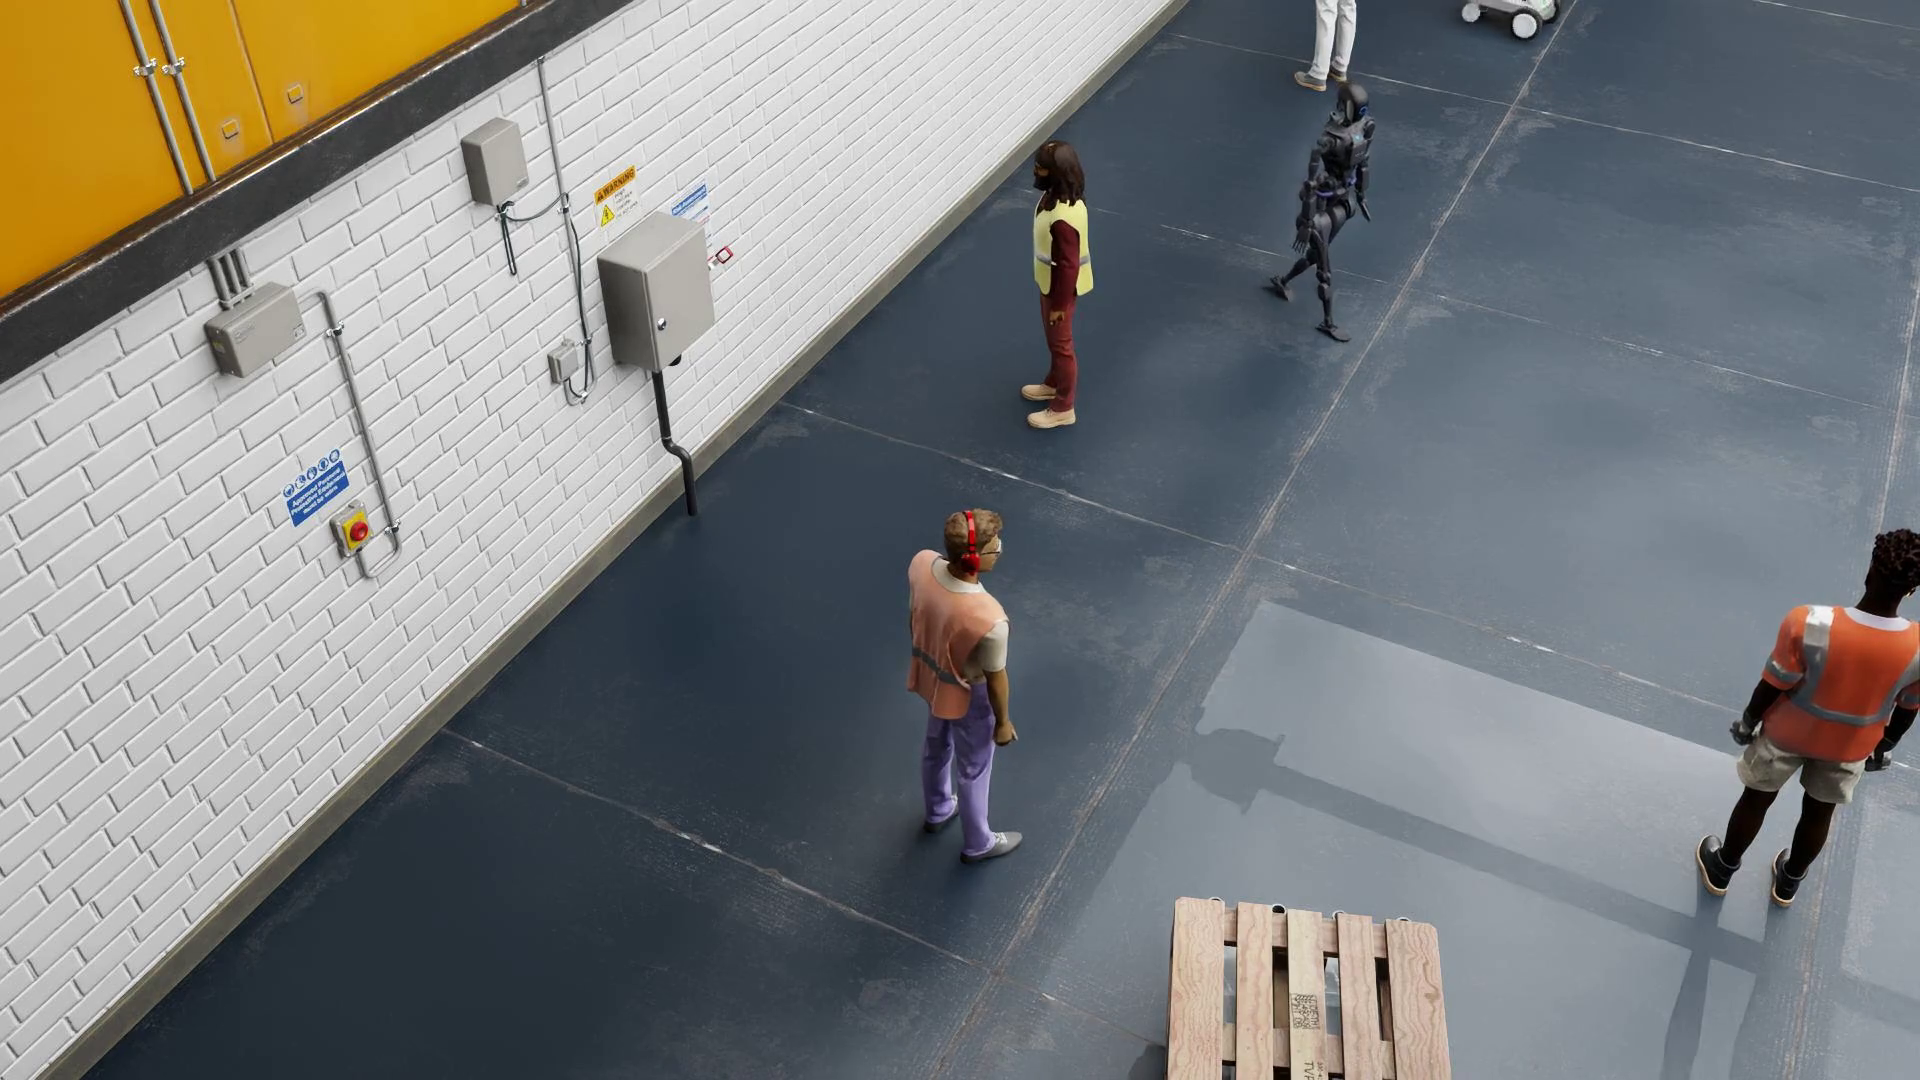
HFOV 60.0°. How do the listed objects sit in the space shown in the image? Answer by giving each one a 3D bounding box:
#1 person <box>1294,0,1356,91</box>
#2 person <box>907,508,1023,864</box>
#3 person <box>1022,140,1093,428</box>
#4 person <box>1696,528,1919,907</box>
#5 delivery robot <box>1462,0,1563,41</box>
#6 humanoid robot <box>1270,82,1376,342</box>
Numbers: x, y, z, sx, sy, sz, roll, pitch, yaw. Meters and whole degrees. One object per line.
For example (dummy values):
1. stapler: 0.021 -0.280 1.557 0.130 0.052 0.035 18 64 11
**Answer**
1. person: 2.874 -4.358 12.656 0.573 1.882 0.359 -24 46 -26
2. person: -0.003 0.627 6.908 0.397 1.840 0.563 -27 47 -27
3. person: 0.560 -1.430 9.346 0.359 1.769 0.476 -2 41 -3
4. person: 3.449 0.747 6.674 0.613 1.963 0.361 10 42 12
5. delivery robot: 4.640 -4.546 13.887 0.774 0.592 0.499 27 48 28
6. humanoid robot: 2.246 -2.065 10.198 0.605 1.651 0.750 -29 48 -29
